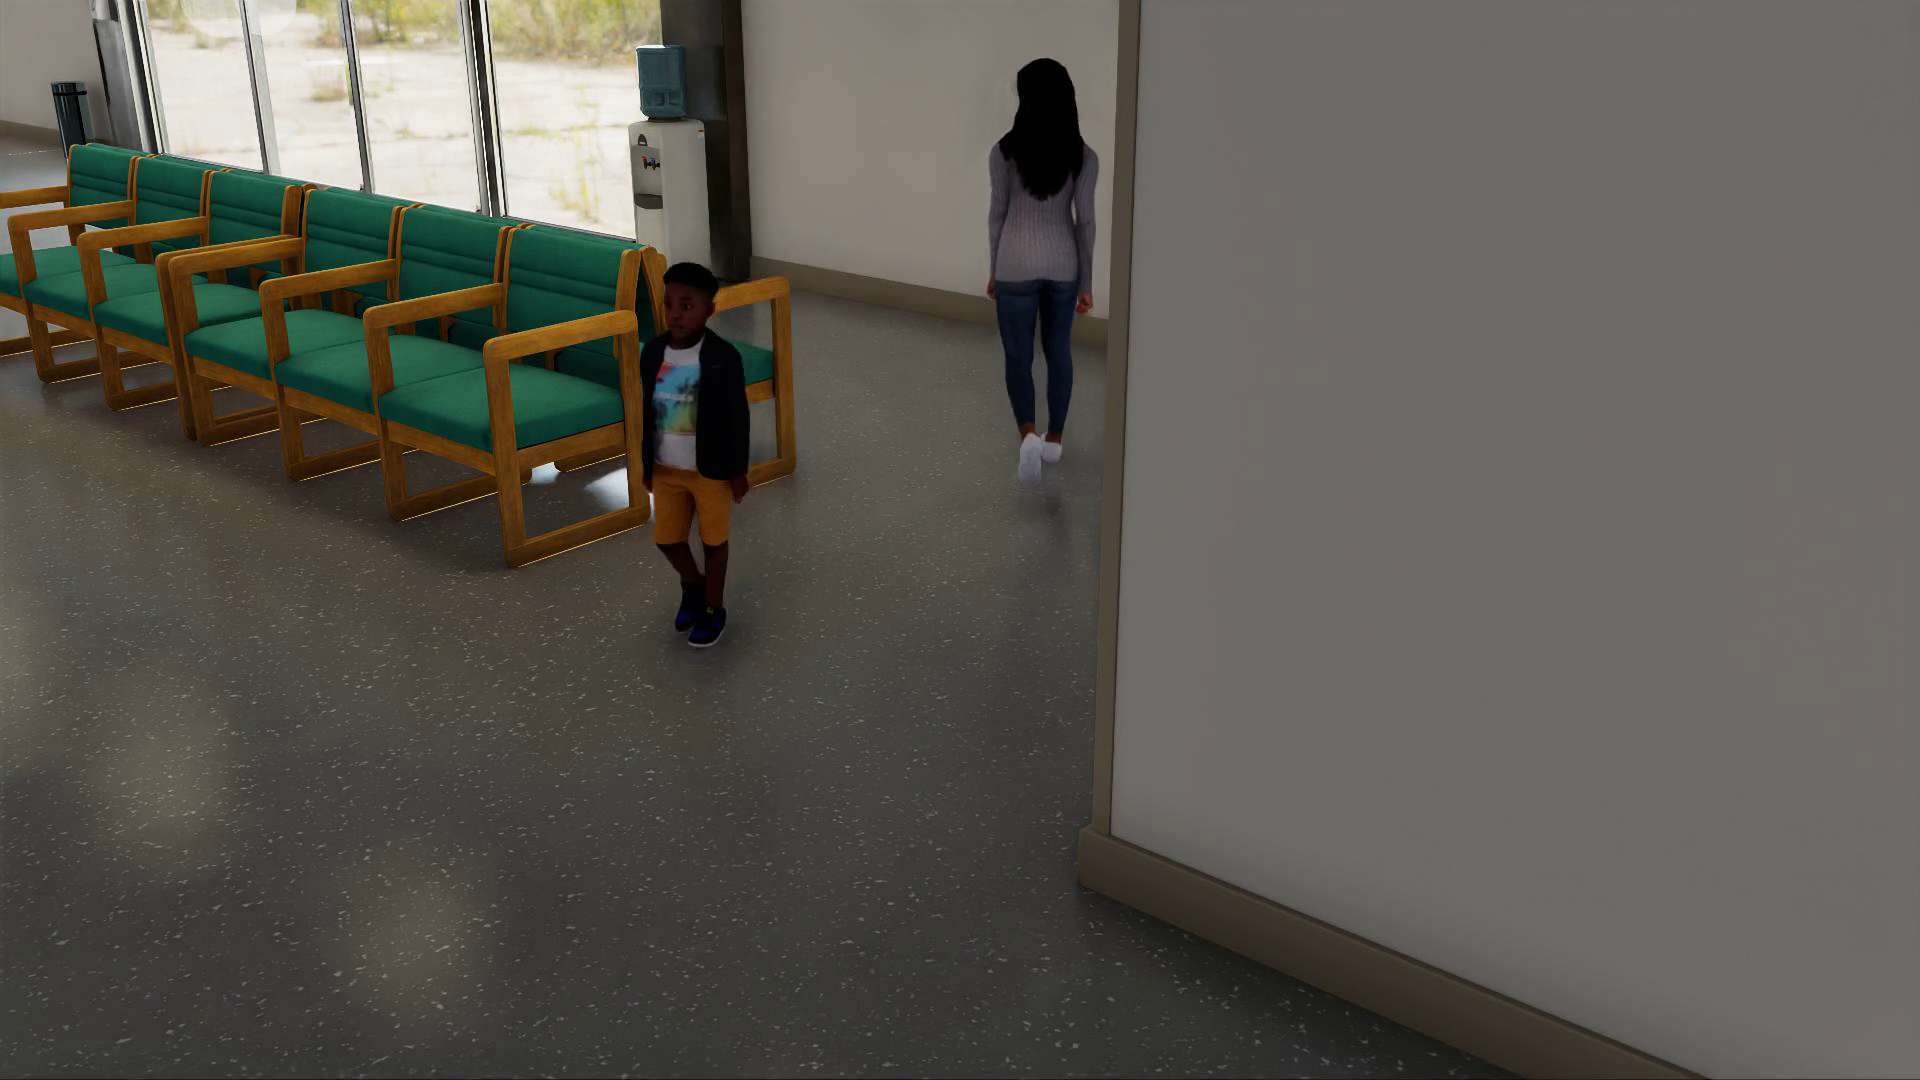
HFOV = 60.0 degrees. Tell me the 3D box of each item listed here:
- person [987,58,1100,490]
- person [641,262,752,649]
[{"bbox_3d":[0.321,-1.051,6.799,1.043,1.715,1.118,-1,21,-3],"label":"person"},{"bbox_3d":[-0.846,-0.293,5.430,0.626,1.267,0.663,4,21,12],"label":"person"}]
